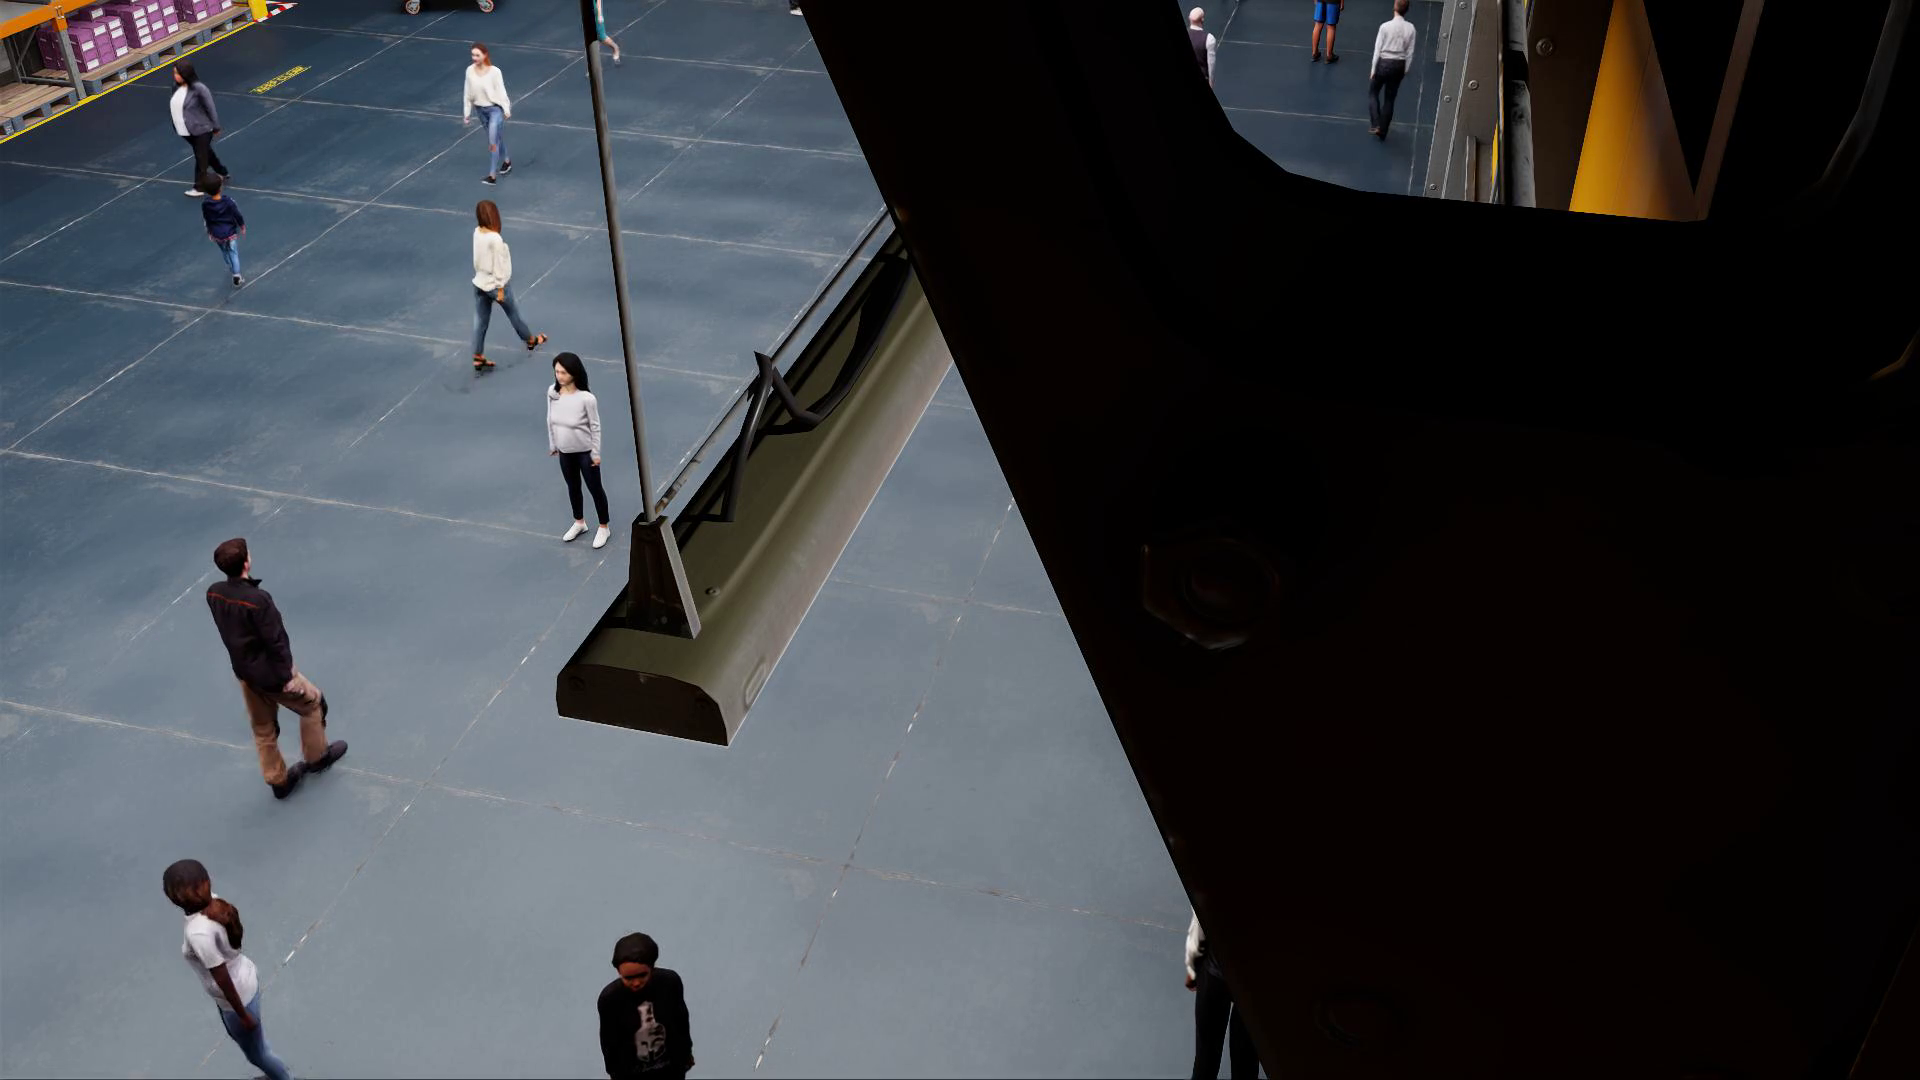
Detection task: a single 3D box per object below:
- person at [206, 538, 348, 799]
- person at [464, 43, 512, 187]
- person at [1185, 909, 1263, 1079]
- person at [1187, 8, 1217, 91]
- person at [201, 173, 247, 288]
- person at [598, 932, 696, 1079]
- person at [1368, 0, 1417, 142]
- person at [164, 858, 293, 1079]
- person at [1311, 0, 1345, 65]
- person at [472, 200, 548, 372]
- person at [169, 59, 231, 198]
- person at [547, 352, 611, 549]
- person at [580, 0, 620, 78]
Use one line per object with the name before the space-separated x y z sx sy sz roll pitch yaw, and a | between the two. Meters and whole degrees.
person | -4.530 0.886 10.693 0.762 1.908 0.844 11 35 16
person | -5.621 -5.148 20.006 0.621 1.648 1.048 9 35 13
person | 1.421 2.275 8.595 0.709 1.918 0.581 11 35 16
person | 2.891 -5.693 20.667 0.698 1.824 0.607 11 35 16
person | -7.774 -3.251 17.559 0.724 1.196 0.872 -6 34 -10
person | -1.557 2.587 8.346 0.671 1.674 0.699 -12 36 -18
person | 5.462 -5.935 21.050 0.737 1.803 0.712 0 34 0
person | -3.726 2.377 8.638 0.870 1.700 0.794 -24 40 -31
person | 5.276 -7.744 23.775 0.675 1.799 0.686 21 39 28
person | -4.522 -2.381 15.852 0.929 1.638 1.152 27 42 34
person | -8.998 -4.903 19.716 0.805 1.560 1.073 15 37 22
person | -3.055 -0.738 13.323 0.633 1.702 0.578 12 35 17
person | -5.104 -7.367 23.334 0.698 1.659 1.017 17 37 23
